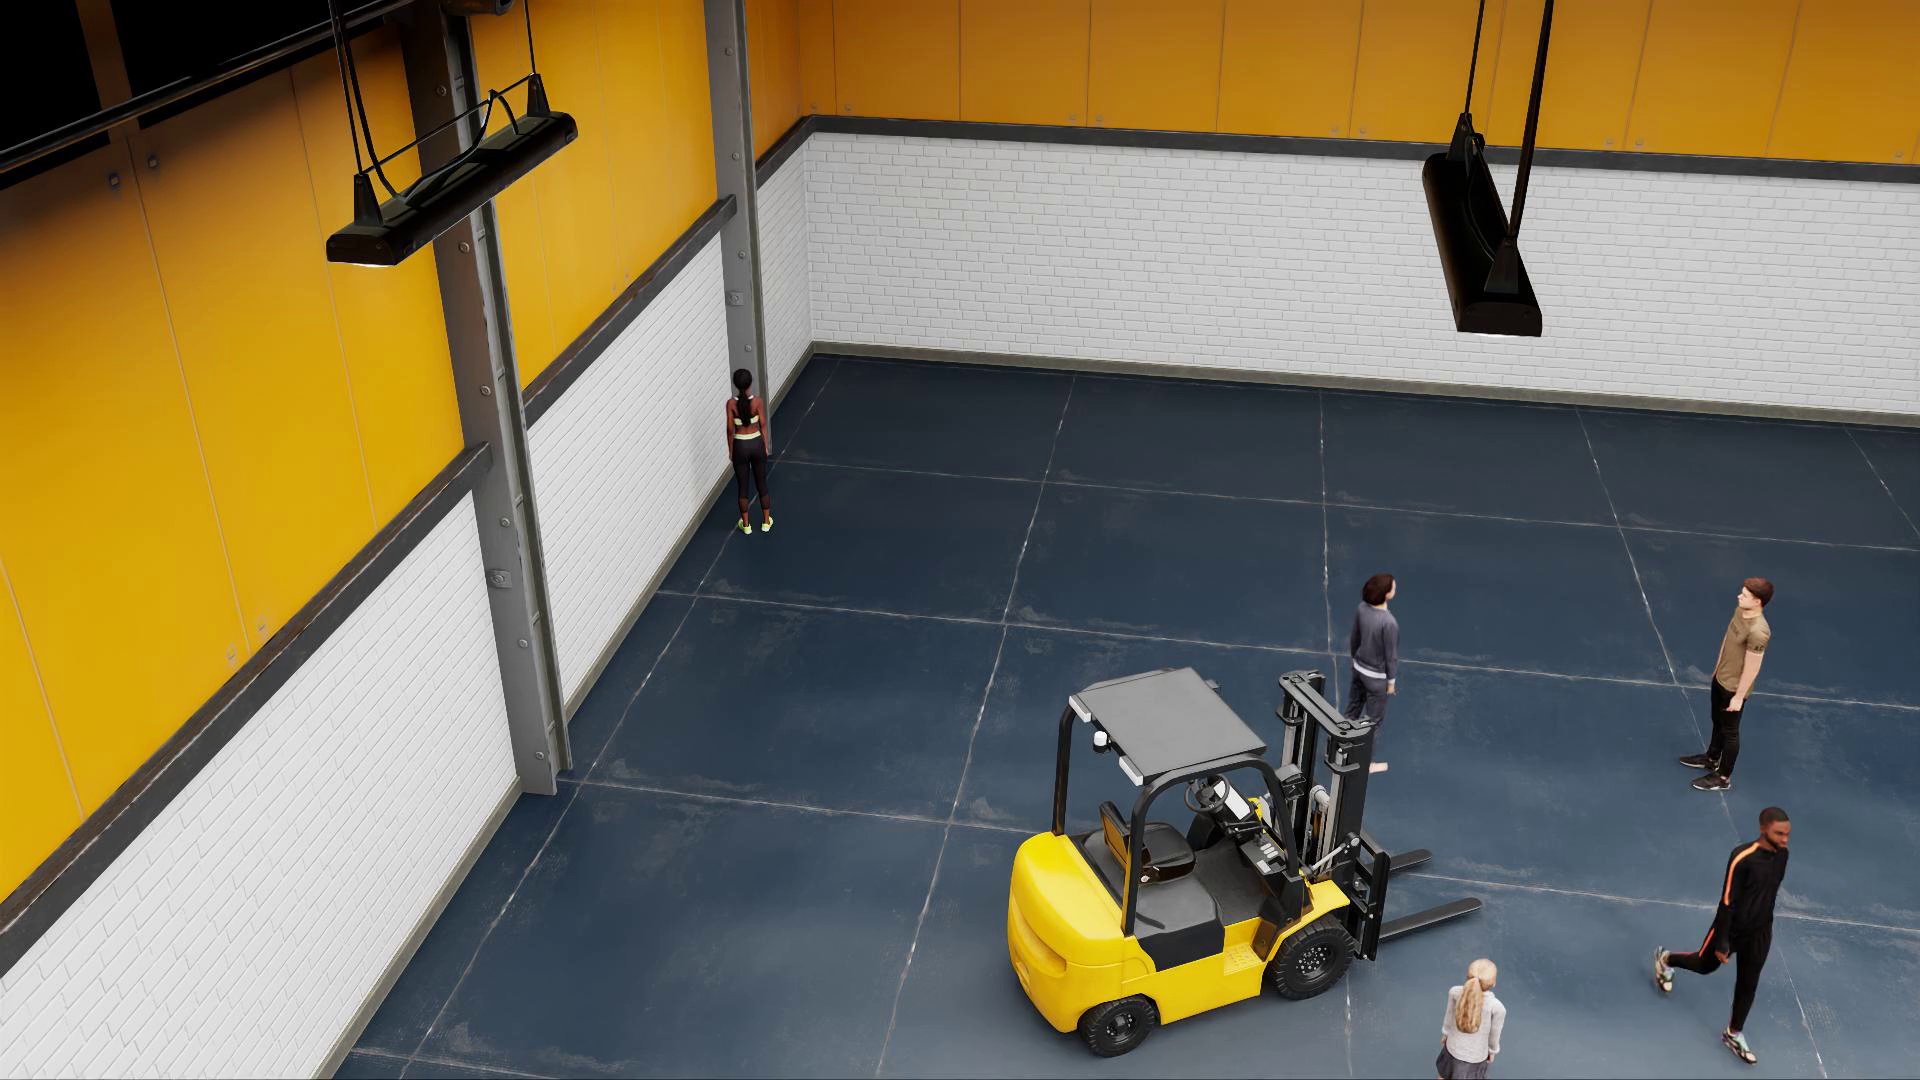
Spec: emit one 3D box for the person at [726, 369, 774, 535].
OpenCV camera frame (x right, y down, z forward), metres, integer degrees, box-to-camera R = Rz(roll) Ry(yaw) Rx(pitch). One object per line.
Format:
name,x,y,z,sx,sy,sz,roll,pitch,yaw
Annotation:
person,-2.127,-0.888,16.752,0.630,1.755,0.618,-6,29,-10

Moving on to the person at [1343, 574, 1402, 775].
person,3.264,1.045,13.196,0.745,1.768,0.671,-16,33,-27

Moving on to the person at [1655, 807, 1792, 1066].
person,4.927,2.418,10.662,0.973,1.783,1.232,-8,30,-14

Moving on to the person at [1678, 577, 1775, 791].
person,6.051,1.106,12.995,0.738,1.852,0.515,2,29,5

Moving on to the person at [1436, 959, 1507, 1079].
person,3.069,3.045,10.044,0.576,1.274,0.610,17,33,28
